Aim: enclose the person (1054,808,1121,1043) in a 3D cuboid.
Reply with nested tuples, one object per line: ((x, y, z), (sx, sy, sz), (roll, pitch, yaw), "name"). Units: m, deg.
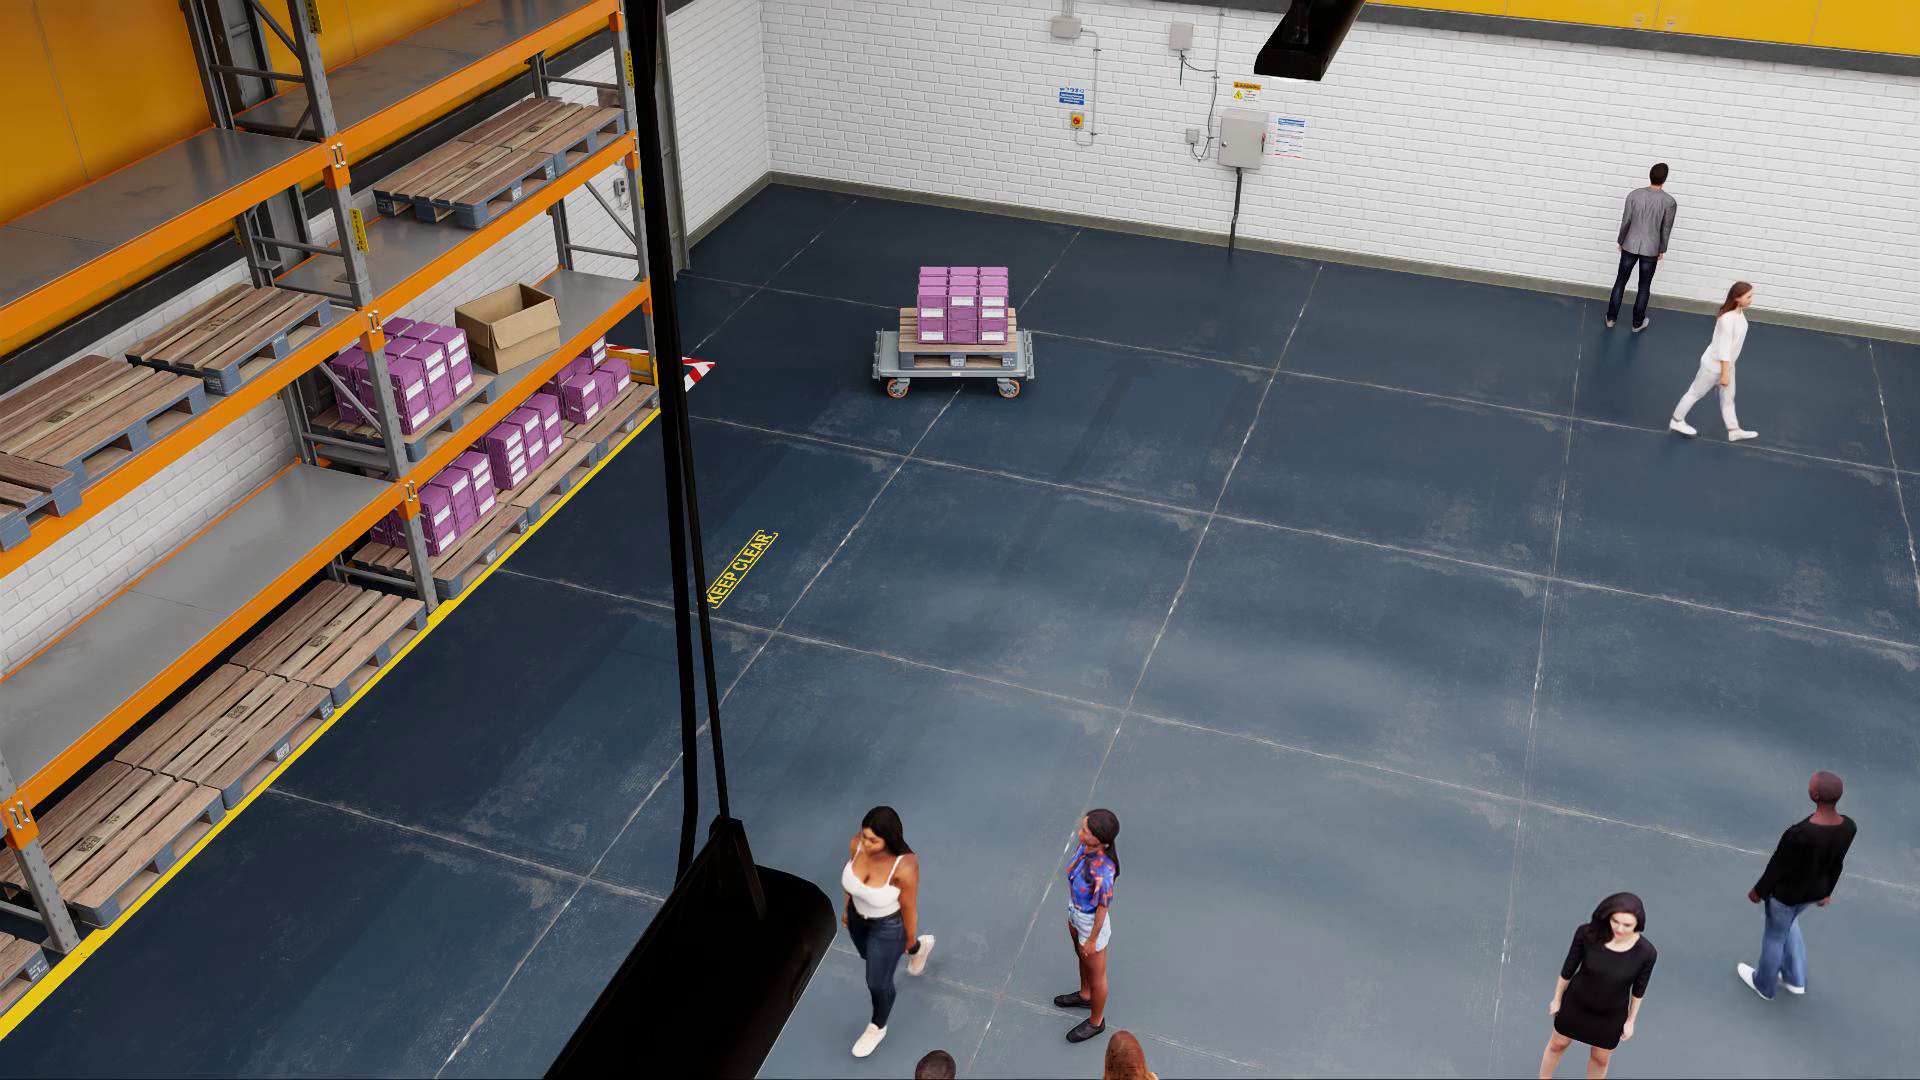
((0.778, 2.261, 9.887), (0.728, 1.743, 0.627), (-7, 34, -11), "person")

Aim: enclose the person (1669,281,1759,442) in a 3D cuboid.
((7.187, -1.713, 15.951), (0.867, 1.649, 1.035), (22, 39, 29), "person")

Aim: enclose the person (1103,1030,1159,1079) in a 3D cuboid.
((0.869, 3.214, 8.517), (0.944, 1.674, 1.232), (-5, 34, -7), "person")

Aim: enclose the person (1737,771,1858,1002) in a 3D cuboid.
((5.111, 2.168, 10.035), (0.744, 1.734, 0.797), (-11, 35, -15), "person")

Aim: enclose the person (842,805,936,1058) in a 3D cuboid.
((-0.420, 2.217, 9.917), (0.920, 1.783, 1.182), (26, 42, 34), "person")

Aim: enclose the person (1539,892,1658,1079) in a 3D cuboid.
((3.536, 2.628, 9.277), (0.617, 1.807, 0.523), (16, 37, 22), "person")

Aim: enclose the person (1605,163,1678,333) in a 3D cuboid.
((7.348, -3.155, 17.917), (0.724, 1.874, 0.663), (18, 38, 25), "person")
